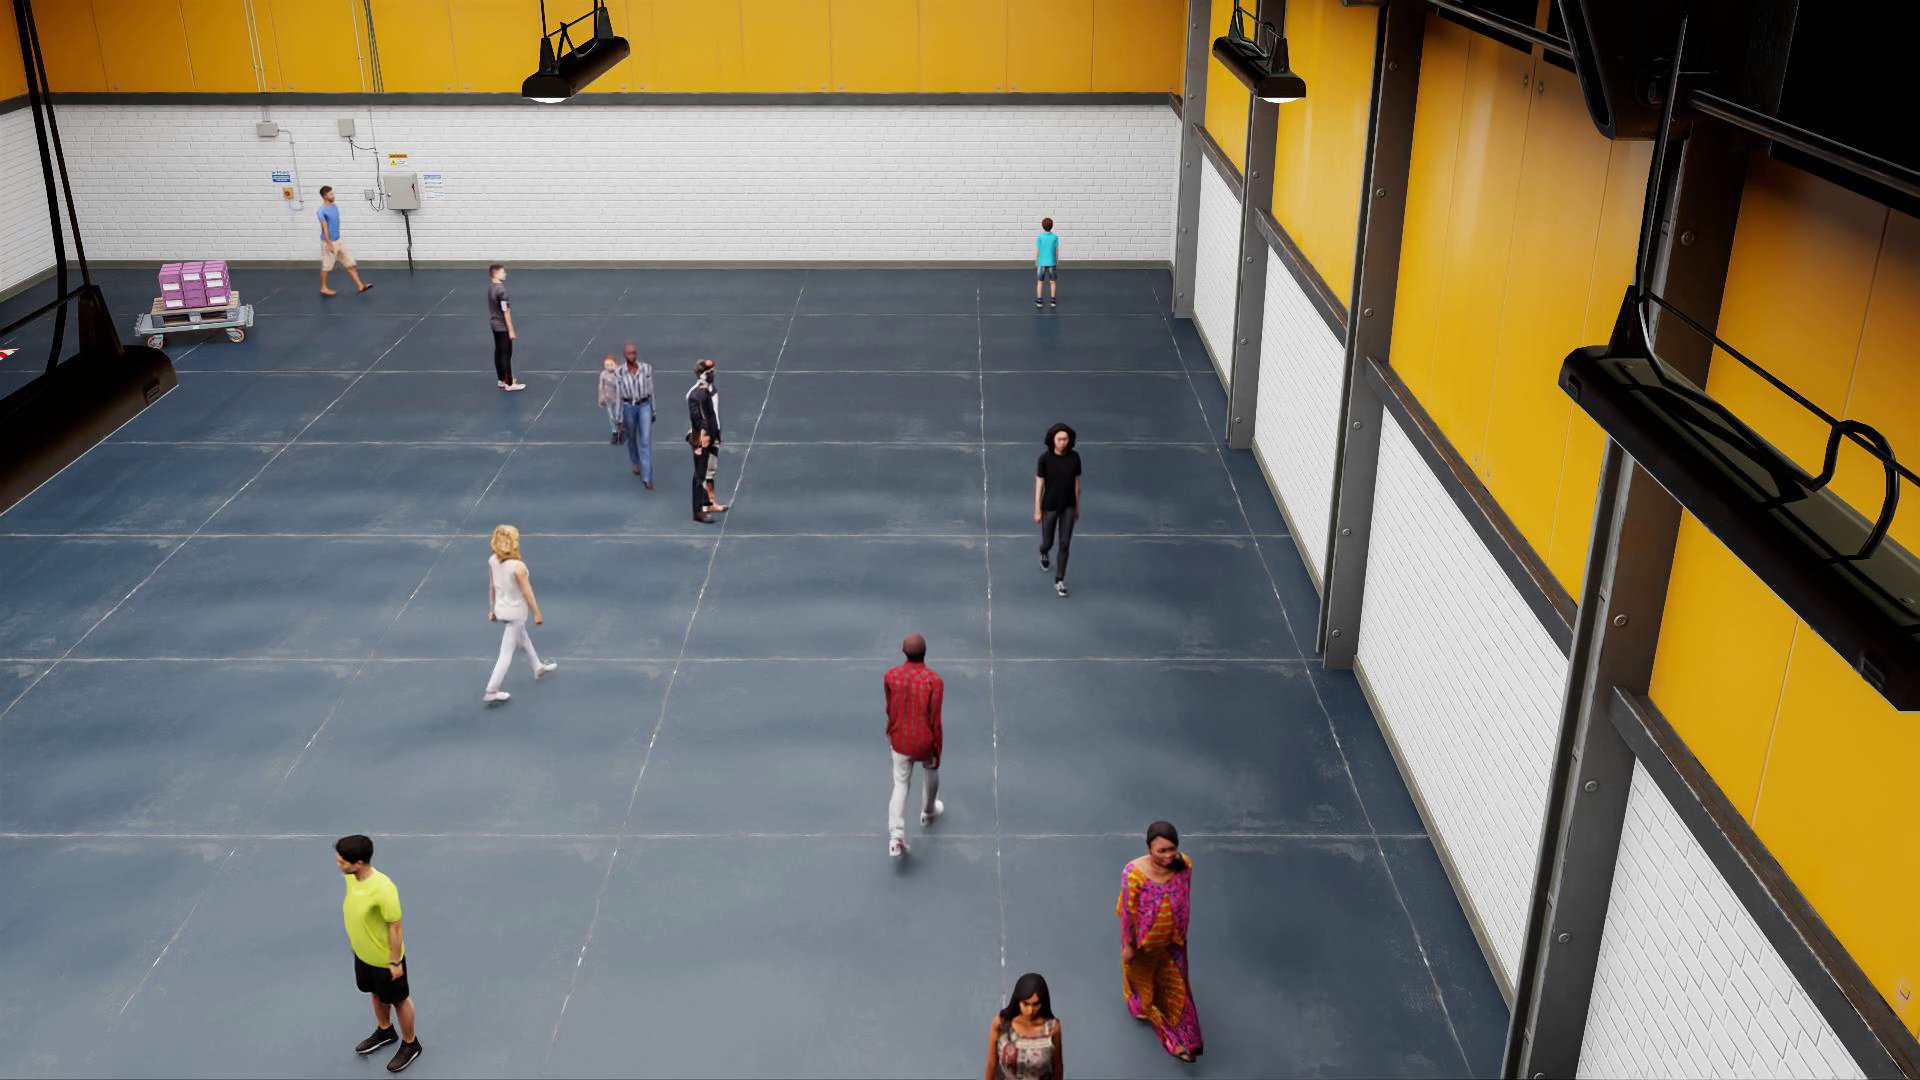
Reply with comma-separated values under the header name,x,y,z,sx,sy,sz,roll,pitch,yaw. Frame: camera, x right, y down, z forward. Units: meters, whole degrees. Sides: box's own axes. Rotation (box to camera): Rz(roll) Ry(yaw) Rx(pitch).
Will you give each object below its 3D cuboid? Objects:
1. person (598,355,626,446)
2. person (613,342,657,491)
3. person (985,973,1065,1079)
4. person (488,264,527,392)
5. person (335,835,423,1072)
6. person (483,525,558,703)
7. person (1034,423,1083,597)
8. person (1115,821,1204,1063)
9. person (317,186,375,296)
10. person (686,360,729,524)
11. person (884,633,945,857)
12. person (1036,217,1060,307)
name,x,y,z,sx,sy,sz,roll,pitch,yaw
person,-4.435,-1.819,21.289,0.477,1.185,0.468,0,24,0
person,-3.894,-1.499,19.873,0.936,1.733,1.266,-8,25,-17
person,0.358,3.101,9.476,0.689,1.631,0.927,2,24,5
person,-6.388,-2.969,23.198,0.778,1.762,0.677,-15,28,-31
person,-3.704,2.574,10.588,0.705,1.706,0.737,17,29,34
person,-4.110,0.691,14.997,1.033,1.624,1.170,18,29,35
person,1.007,-0.379,17.209,0.738,1.812,0.988,-4,24,-9
person,1.252,2.506,10.827,0.855,1.639,1.221,-6,24,-14
person,-10.521,-4.945,27.644,0.950,1.821,1.212,7,25,15
person,-2.901,-1.143,18.862,0.807,1.889,0.649,8,25,17
person,-0.375,1.585,12.740,0.939,1.794,1.284,7,25,16
person,1.425,-4.570,27.252,0.530,1.448,0.495,-2,24,-4
